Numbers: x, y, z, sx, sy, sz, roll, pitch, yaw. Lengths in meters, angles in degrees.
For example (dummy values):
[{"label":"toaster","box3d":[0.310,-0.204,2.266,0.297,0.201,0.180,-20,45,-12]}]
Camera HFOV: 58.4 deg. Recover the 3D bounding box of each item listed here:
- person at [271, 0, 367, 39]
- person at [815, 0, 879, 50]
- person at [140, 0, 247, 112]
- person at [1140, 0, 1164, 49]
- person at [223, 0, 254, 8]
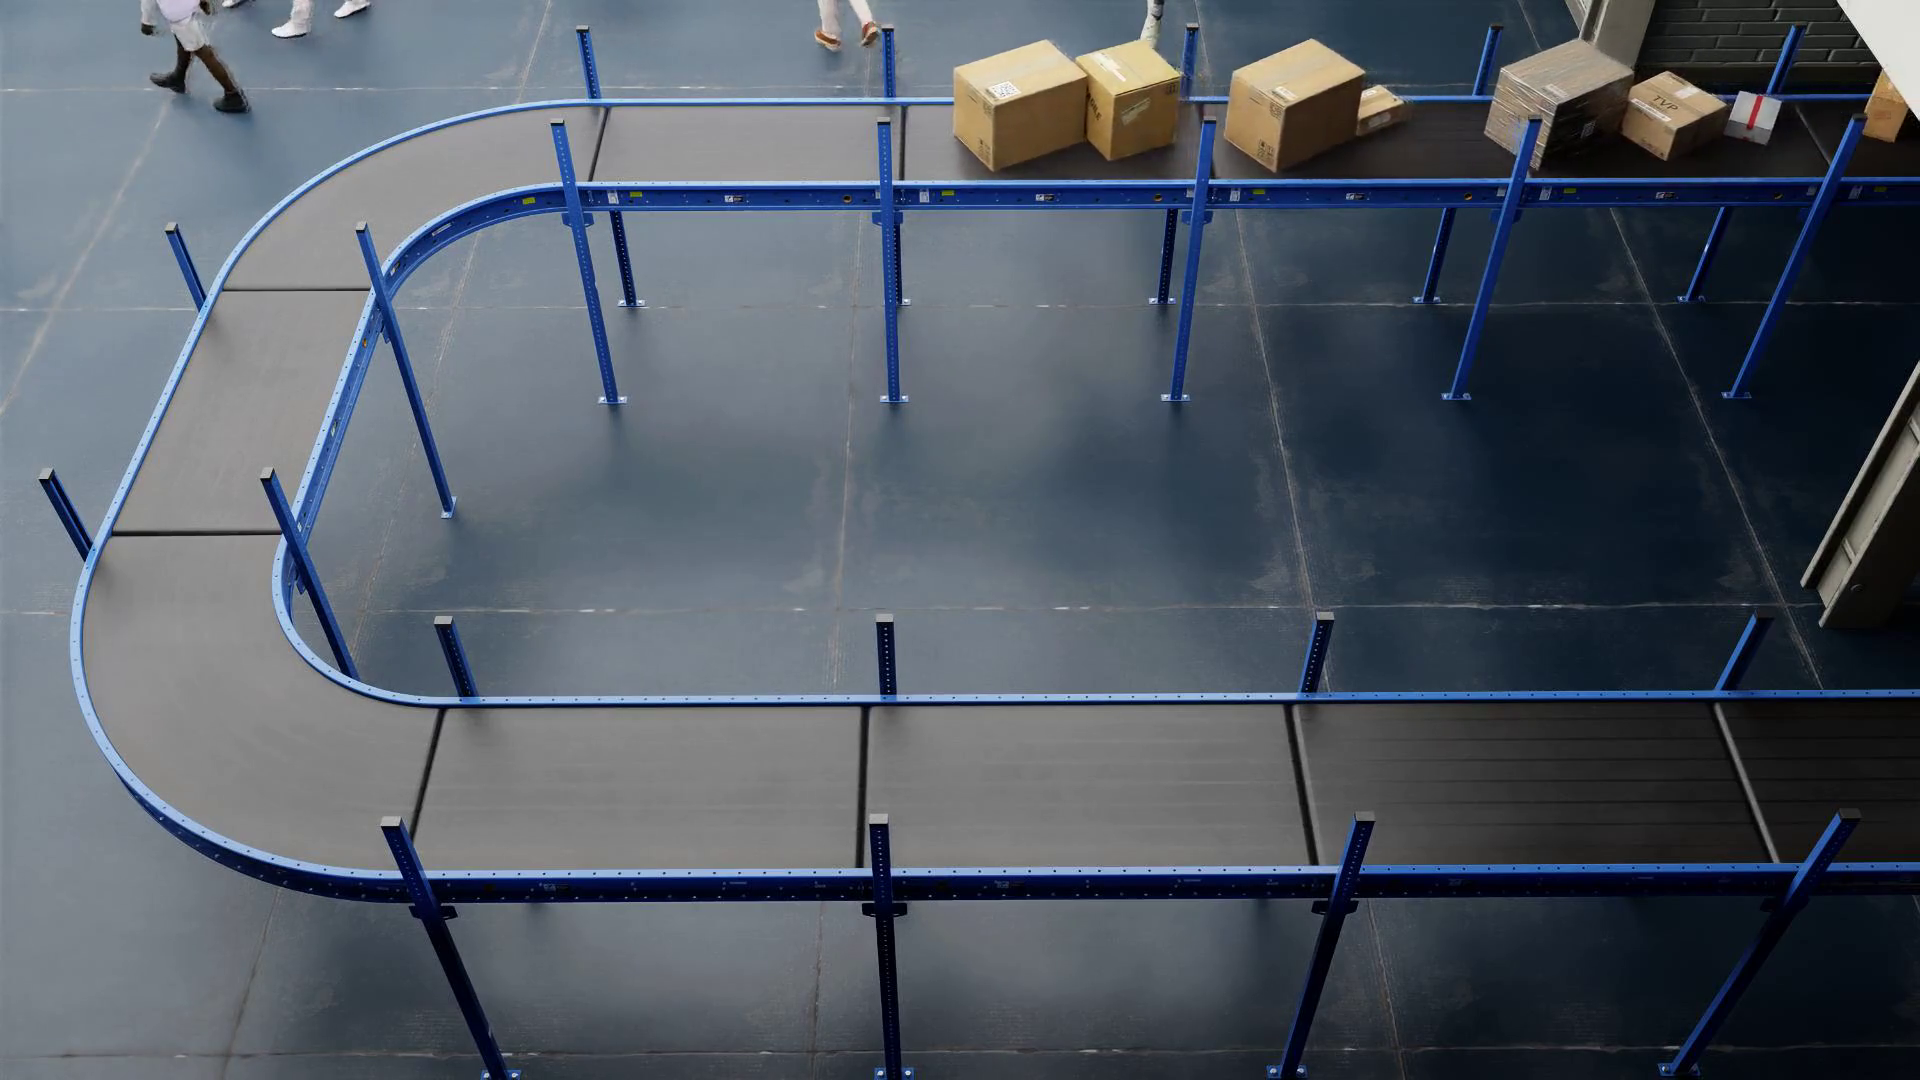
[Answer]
[{"label":"person","box3d":[-5.813,-5.318,14.973,0.986,1.853,0.653,-27,52,-23]},{"label":"person","box3d":[-1.046,-5.086,14.679,0.631,1.978,0.653,-30,54,-25]},{"label":"person","box3d":[-6.531,-4.401,14.093,0.949,1.895,0.549,5,47,5]},{"label":"person","box3d":[1.664,-4.600,14.301,0.319,1.864,0.516,5,47,5]},{"label":"person","box3d":[-6.660,-5.512,15.304,0.381,1.624,0.538,-31,54,-26]}]
